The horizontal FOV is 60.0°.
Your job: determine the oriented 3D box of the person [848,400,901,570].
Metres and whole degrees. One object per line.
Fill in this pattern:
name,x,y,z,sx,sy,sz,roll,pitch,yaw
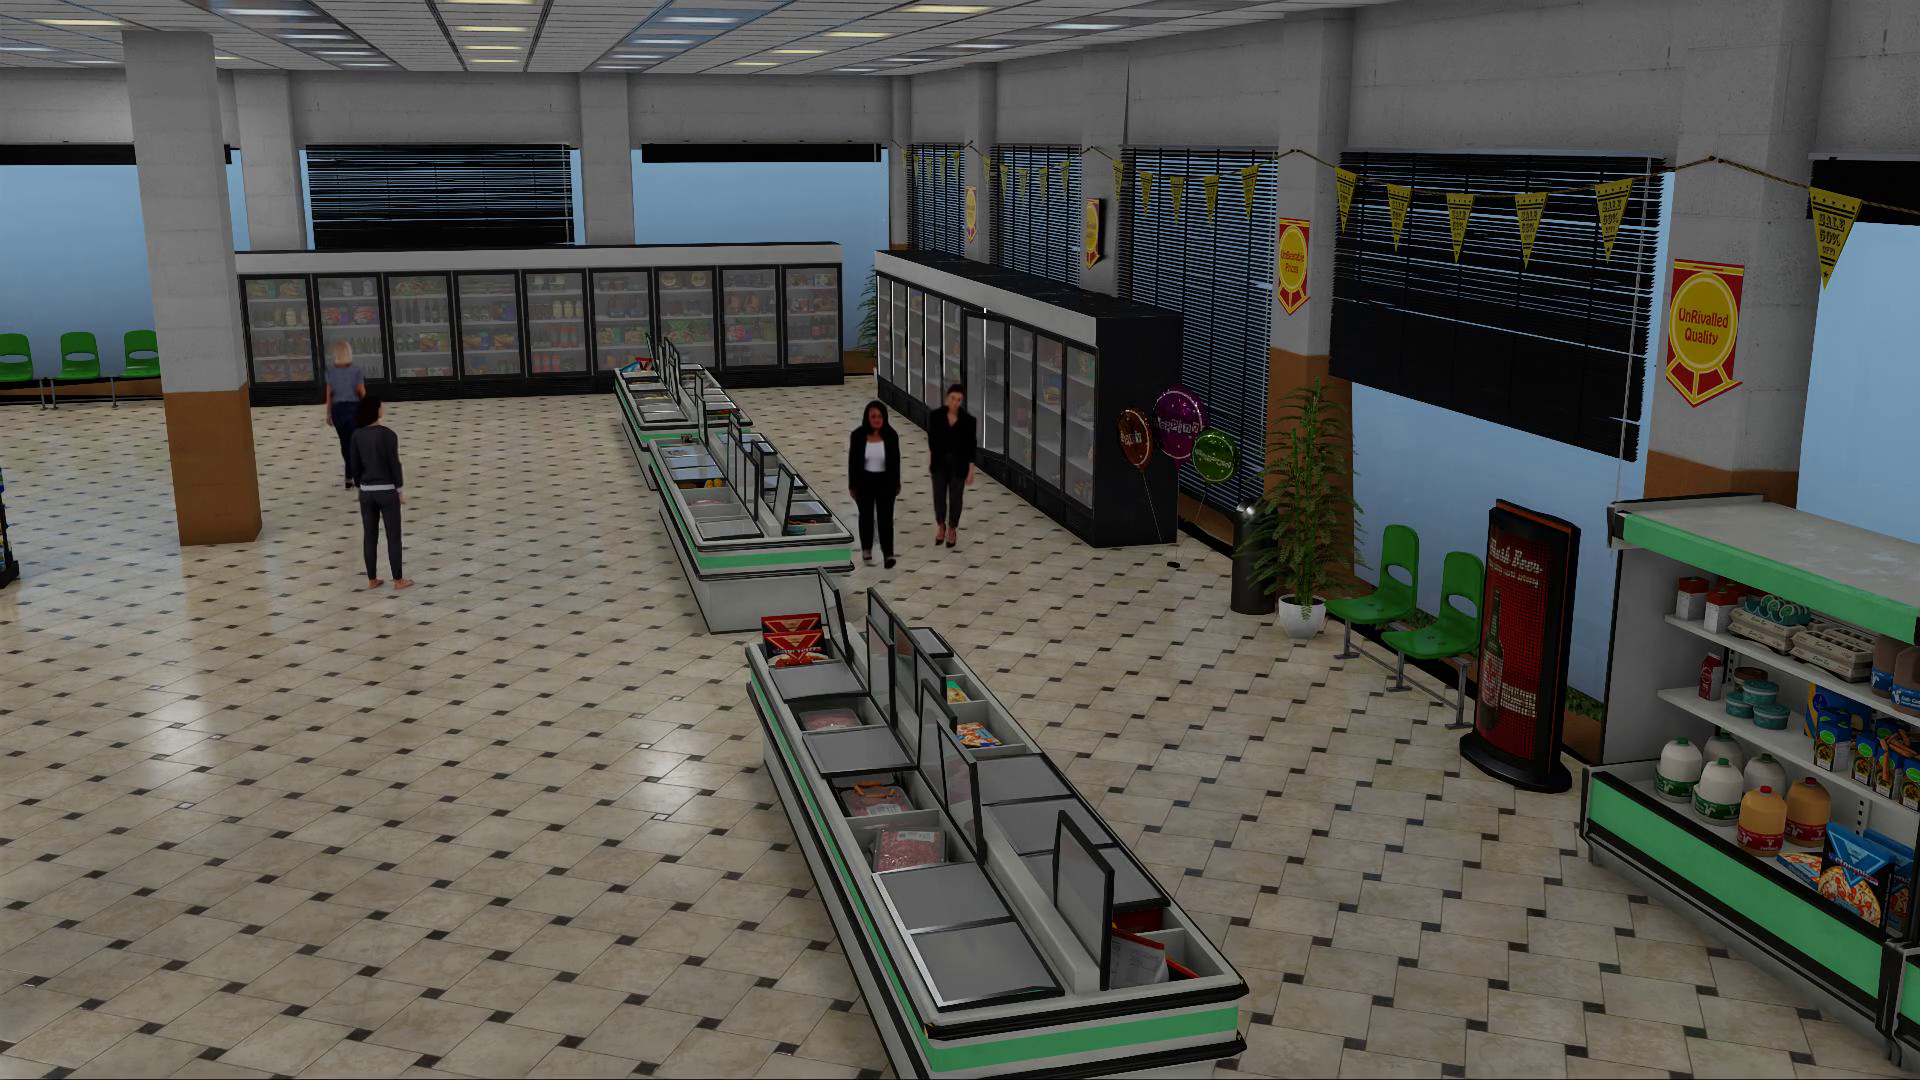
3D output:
person,-0.834,-0.528,15.834,0.727,1.570,1.064,-2,14,-10

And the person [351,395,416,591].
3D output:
person,-5.250,-0.434,15.032,0.676,1.767,0.651,2,14,8

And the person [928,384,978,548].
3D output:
person,-0.088,-0.731,16.457,0.811,1.673,0.864,4,14,16

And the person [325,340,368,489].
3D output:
person,-7.144,-1.434,19.321,0.730,1.687,1.067,-1,14,-6
